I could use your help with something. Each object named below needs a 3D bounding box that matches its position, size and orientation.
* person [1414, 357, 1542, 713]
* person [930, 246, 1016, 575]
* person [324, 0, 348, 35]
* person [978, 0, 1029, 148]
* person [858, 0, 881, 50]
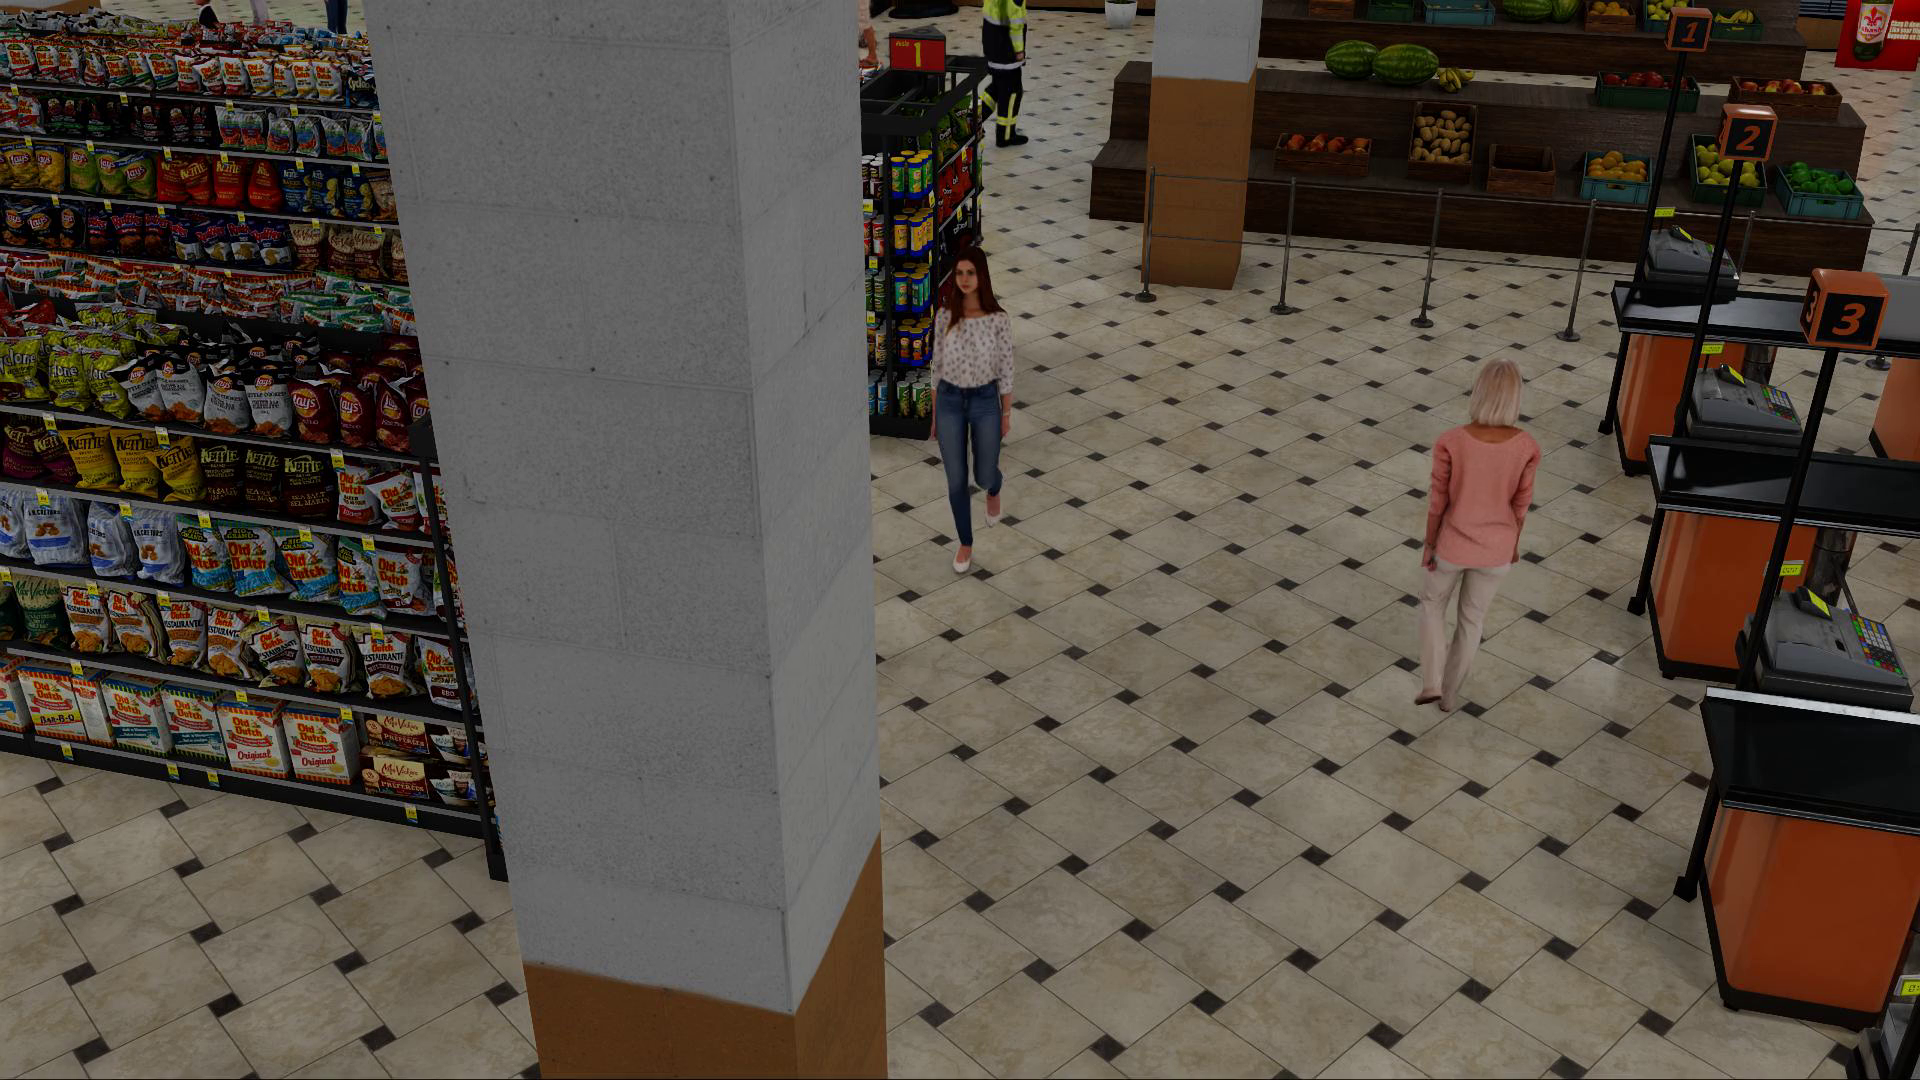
[{"bbox_3d":[2.228,0.056,7.224,0.633,1.712,0.657,6,29,11],"label":"person"},{"bbox_3d":[0.063,-0.700,8.602,0.757,1.717,0.649,6,29,11],"label":"person"},{"bbox_3d":[-7.211,-6.313,19.134,0.523,1.477,0.583,10,30,18],"label":"person"},{"bbox_3d":[0.331,-4.666,15.608,1.059,1.966,0.990,-9,30,-16],"label":"person"},{"bbox_3d":[-1.133,-6.494,19.641,0.526,1.309,0.525,2,29,4],"label":"person"}]
